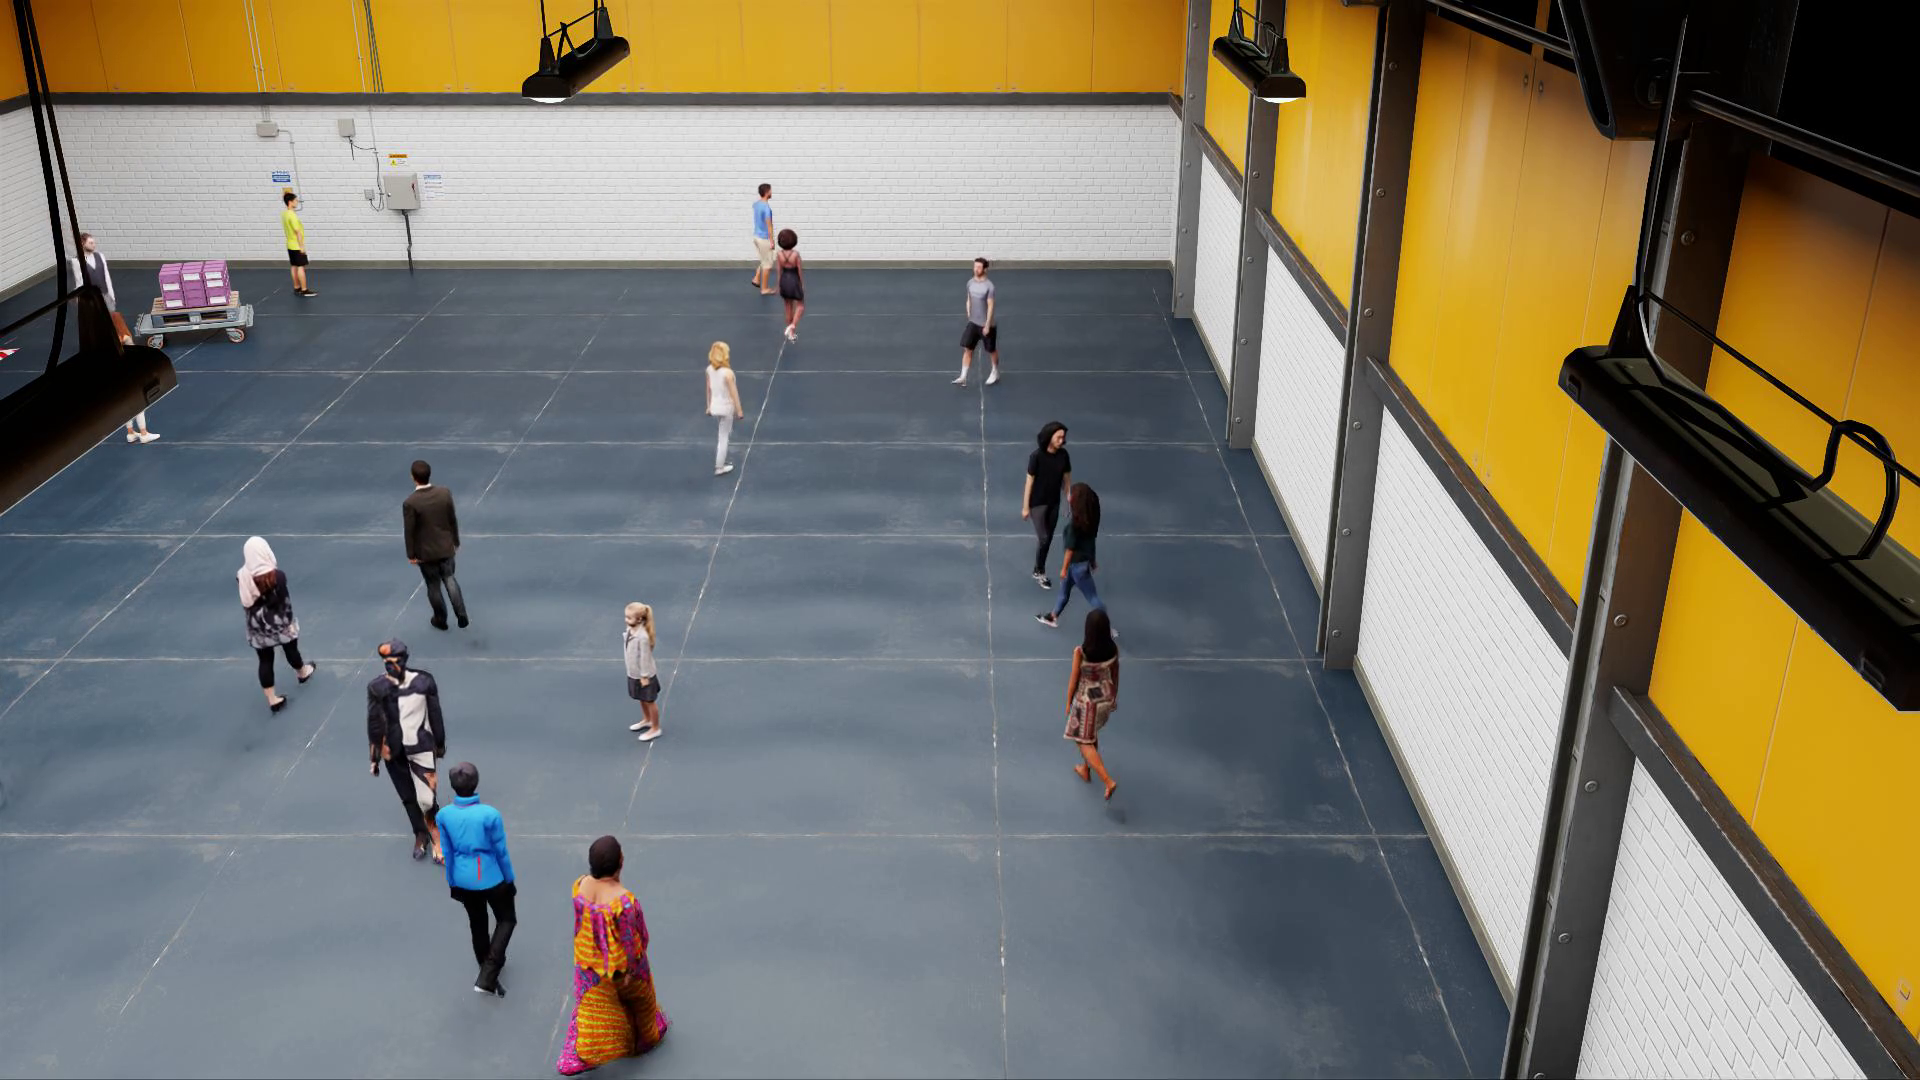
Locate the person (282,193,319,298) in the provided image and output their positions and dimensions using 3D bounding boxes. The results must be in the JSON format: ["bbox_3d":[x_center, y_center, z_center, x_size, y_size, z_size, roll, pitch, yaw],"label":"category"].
[{"bbox_3d":[-11.088,-4.926,27.746,0.750,1.706,0.686,-21,31,-39],"label":"person"}]

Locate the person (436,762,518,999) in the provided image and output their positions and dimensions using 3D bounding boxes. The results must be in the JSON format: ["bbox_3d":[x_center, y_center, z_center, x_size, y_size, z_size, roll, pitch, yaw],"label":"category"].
[{"bbox_3d":[-3.227,2.316,11.080,0.690,1.784,0.888,3,24,8],"label":"person"}]

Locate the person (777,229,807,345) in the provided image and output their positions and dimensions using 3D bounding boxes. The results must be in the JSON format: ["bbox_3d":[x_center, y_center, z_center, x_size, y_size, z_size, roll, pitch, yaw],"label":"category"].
[{"bbox_3d":[-2.563,-3.769,25.007,0.691,1.779,0.849,7,25,16],"label":"person"}]

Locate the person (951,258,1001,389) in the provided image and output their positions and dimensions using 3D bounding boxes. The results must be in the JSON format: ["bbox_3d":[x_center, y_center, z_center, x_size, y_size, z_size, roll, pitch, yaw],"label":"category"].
[{"bbox_3d":[0.380,-3.041,23.274,1.129,1.833,1.266,17,29,34],"label":"person"}]

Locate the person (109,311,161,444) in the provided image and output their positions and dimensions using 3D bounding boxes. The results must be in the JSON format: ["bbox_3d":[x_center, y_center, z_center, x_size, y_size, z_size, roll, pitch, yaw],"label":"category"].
[{"bbox_3d":[-10.627,-2.080,21.212,0.631,1.724,0.598,6,24,14],"label":"person"}]

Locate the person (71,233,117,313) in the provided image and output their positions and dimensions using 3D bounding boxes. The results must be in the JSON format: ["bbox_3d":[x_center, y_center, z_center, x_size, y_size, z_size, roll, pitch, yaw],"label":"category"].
[{"bbox_3d":[-12.669,-3.550,24.322,0.855,1.927,0.775,18,29,35],"label":"person"}]

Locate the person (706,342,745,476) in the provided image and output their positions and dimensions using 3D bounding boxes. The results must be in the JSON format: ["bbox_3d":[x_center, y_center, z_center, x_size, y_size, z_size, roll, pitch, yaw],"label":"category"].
[{"bbox_3d":[-2.940,-1.576,20.140,0.704,1.658,0.761,21,31,39],"label":"person"}]

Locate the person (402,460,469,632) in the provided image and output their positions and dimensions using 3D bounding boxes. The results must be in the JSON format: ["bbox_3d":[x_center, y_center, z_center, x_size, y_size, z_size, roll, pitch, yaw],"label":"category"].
[{"bbox_3d":[-5.060,0.094,16.154,0.951,1.792,1.020,-18,30,-36],"label":"person"}]

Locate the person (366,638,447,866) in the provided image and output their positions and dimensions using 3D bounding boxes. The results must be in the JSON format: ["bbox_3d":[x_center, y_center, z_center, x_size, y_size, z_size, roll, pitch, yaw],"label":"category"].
[{"bbox_3d":[-4.194,1.563,12.691,0.713,1.873,0.684,-3,24,-6],"label":"person"}]

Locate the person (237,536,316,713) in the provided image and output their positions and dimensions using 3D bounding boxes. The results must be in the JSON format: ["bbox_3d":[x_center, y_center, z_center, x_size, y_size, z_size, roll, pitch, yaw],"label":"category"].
[{"bbox_3d":[-6.191,0.779,14.817,0.666,1.608,0.973,1,24,3],"label":"person"}]

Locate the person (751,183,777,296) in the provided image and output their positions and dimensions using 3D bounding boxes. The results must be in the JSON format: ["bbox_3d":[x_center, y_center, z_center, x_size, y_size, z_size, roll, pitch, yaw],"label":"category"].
[{"bbox_3d":[-3.355,-5.012,27.762,0.879,1.849,0.806,-15,28,-30],"label":"person"}]

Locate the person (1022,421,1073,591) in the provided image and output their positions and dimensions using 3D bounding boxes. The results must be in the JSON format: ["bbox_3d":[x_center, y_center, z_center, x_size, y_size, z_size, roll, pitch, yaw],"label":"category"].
[{"bbox_3d":[0.846,-0.413,17.281,0.793,1.819,0.823,-14,27,-29],"label":"person"}]

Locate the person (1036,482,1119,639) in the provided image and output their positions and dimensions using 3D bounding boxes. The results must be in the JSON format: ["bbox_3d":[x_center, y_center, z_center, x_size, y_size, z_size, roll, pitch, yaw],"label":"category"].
[{"bbox_3d":[1.228,0.249,16.074,0.998,1.572,1.132,12,27,26],"label":"person"}]

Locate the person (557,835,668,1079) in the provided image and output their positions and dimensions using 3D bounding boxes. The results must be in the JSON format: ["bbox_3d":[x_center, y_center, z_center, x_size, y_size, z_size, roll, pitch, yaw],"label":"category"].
[{"bbox_3d":[-2.256,2.635,10.489,0.929,1.673,1.157,13,27,27],"label":"person"}]

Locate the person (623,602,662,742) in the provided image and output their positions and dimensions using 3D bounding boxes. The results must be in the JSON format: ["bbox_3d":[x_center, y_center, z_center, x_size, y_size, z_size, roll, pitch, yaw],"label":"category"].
[{"bbox_3d":[-2.764,1.119,14.457,0.654,1.274,0.582,-15,28,-31],"label":"person"}]

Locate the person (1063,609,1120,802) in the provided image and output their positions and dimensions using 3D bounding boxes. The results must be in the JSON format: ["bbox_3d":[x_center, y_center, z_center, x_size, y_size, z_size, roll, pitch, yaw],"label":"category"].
[{"bbox_3d":[1.108,1.356,13.471,0.921,1.629,1.094,-12,26,-25],"label":"person"}]
